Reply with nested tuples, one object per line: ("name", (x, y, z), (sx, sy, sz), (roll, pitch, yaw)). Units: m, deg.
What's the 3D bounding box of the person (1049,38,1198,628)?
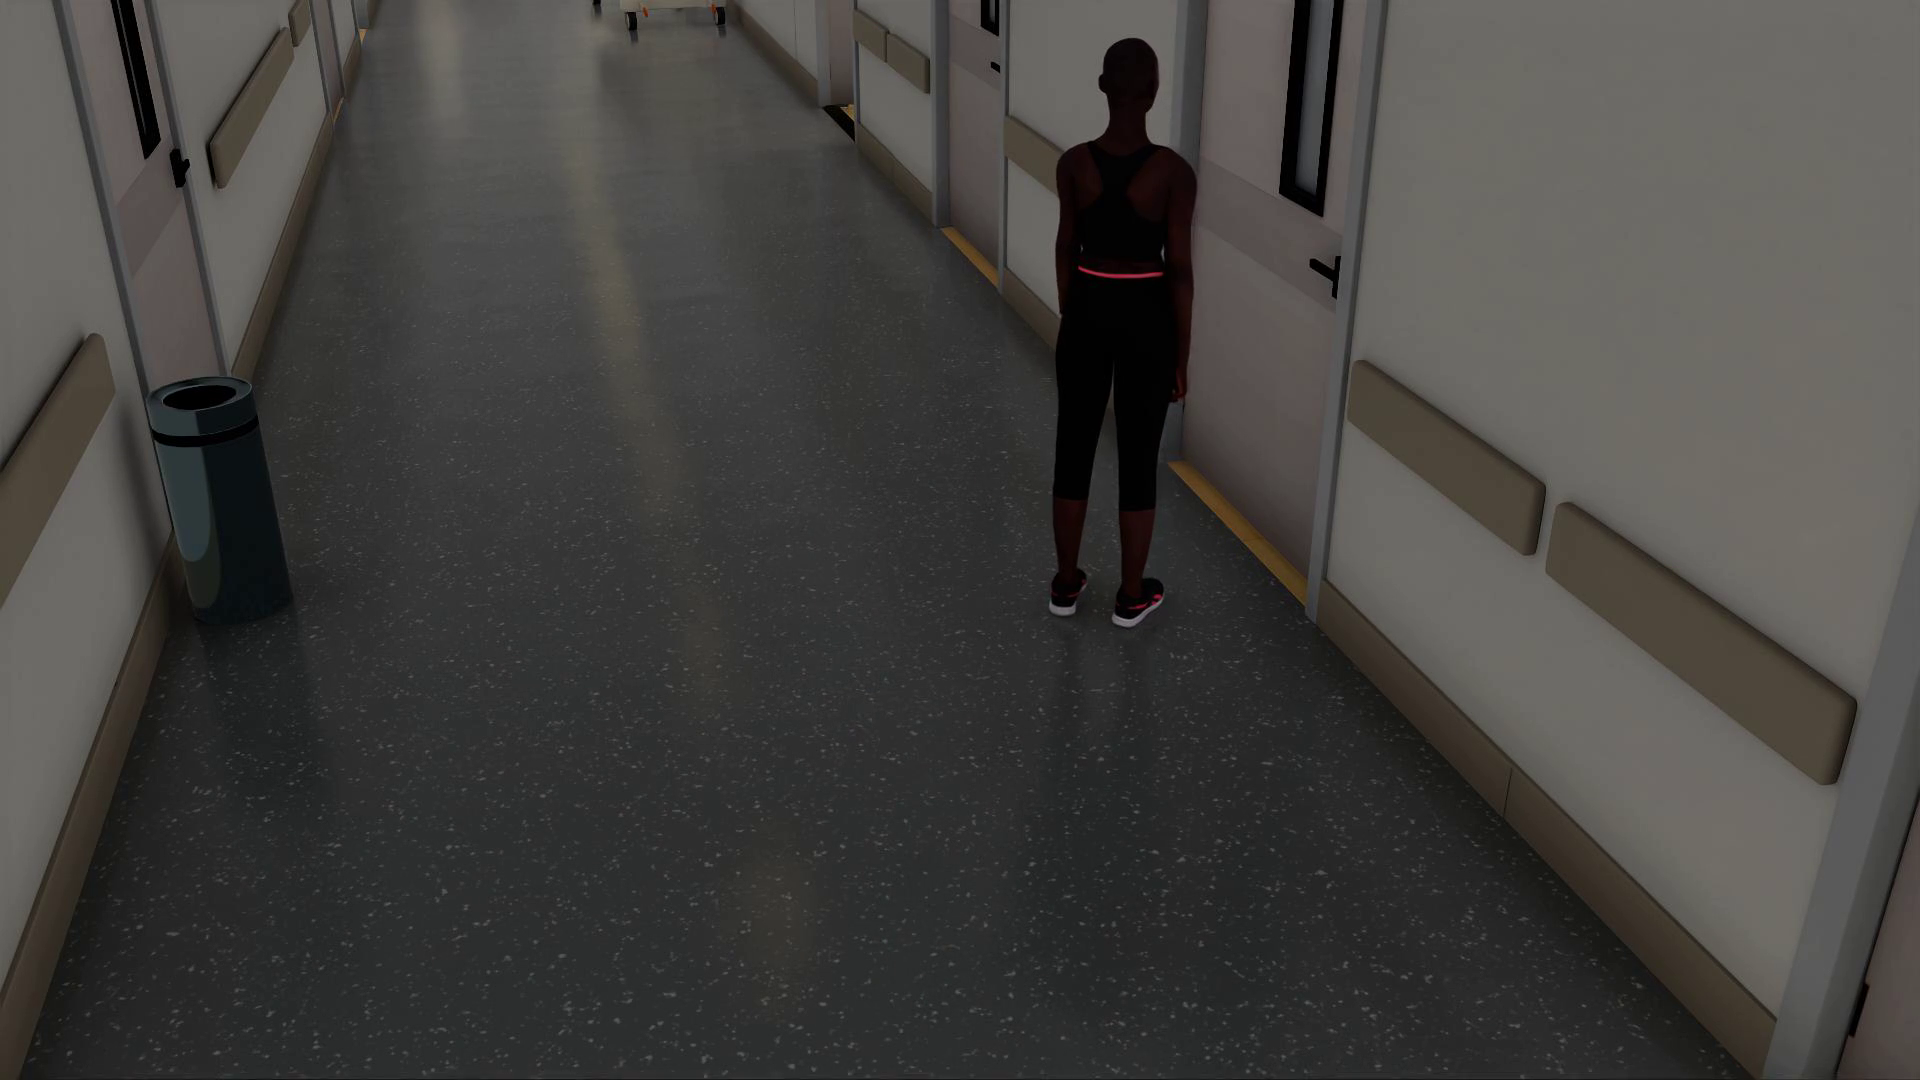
("person", (0.459, -0.579, 4.917), (0.625, 1.757, 0.715), (9, 27, 18))
